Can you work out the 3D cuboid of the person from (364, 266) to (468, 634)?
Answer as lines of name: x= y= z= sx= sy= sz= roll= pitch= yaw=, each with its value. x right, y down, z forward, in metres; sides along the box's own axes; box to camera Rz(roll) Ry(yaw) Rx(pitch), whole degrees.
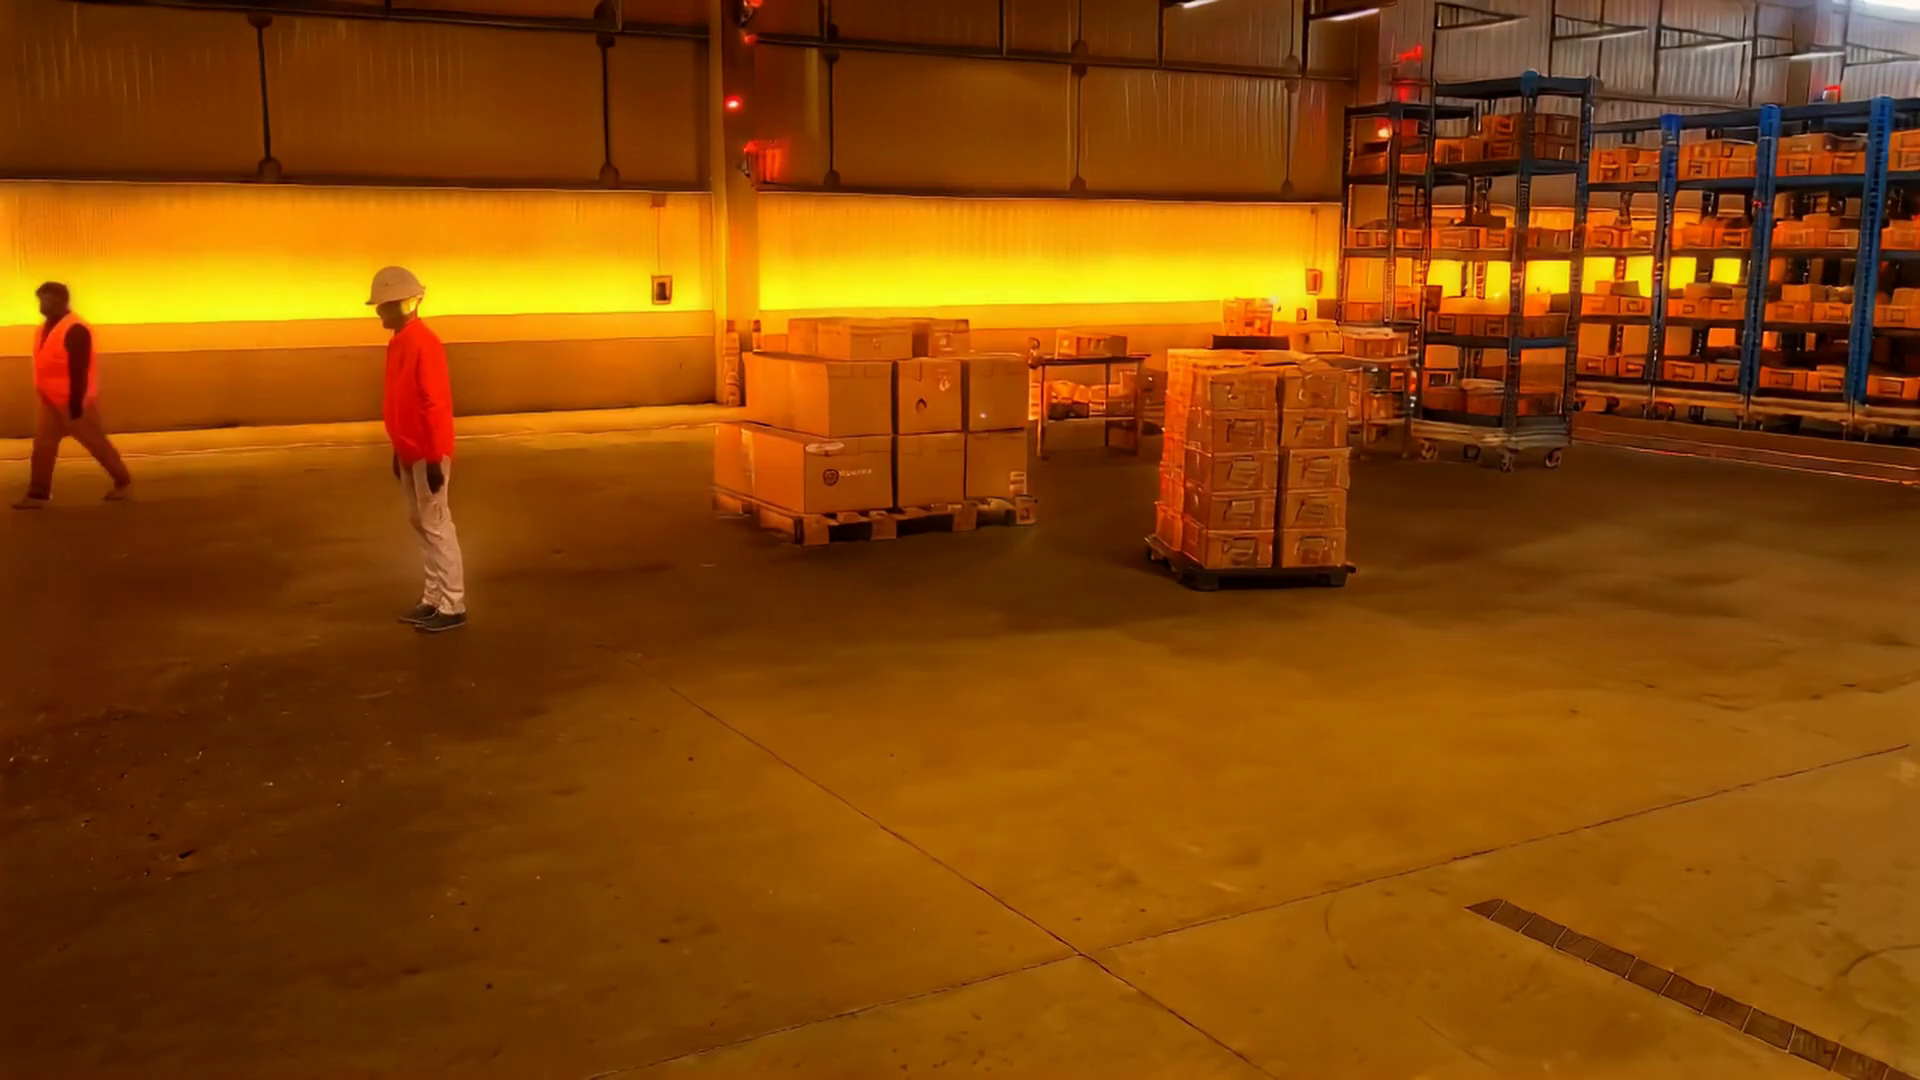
person: x=-2.937 y=-0.475 z=8.944 sx=0.434 sy=1.977 sz=0.601 roll=-7 pitch=12 yaw=-34

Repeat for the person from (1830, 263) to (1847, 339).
person: x=13.517 y=-3.322 z=25.477 sx=0.491 sy=1.822 sz=0.601 roll=-3 pitch=11 yaw=-18

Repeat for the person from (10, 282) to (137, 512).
person: x=-7.076 y=-1.145 z=13.231 sx=0.639 sy=1.801 sz=0.944 roll=7 pitch=12 yaw=34
